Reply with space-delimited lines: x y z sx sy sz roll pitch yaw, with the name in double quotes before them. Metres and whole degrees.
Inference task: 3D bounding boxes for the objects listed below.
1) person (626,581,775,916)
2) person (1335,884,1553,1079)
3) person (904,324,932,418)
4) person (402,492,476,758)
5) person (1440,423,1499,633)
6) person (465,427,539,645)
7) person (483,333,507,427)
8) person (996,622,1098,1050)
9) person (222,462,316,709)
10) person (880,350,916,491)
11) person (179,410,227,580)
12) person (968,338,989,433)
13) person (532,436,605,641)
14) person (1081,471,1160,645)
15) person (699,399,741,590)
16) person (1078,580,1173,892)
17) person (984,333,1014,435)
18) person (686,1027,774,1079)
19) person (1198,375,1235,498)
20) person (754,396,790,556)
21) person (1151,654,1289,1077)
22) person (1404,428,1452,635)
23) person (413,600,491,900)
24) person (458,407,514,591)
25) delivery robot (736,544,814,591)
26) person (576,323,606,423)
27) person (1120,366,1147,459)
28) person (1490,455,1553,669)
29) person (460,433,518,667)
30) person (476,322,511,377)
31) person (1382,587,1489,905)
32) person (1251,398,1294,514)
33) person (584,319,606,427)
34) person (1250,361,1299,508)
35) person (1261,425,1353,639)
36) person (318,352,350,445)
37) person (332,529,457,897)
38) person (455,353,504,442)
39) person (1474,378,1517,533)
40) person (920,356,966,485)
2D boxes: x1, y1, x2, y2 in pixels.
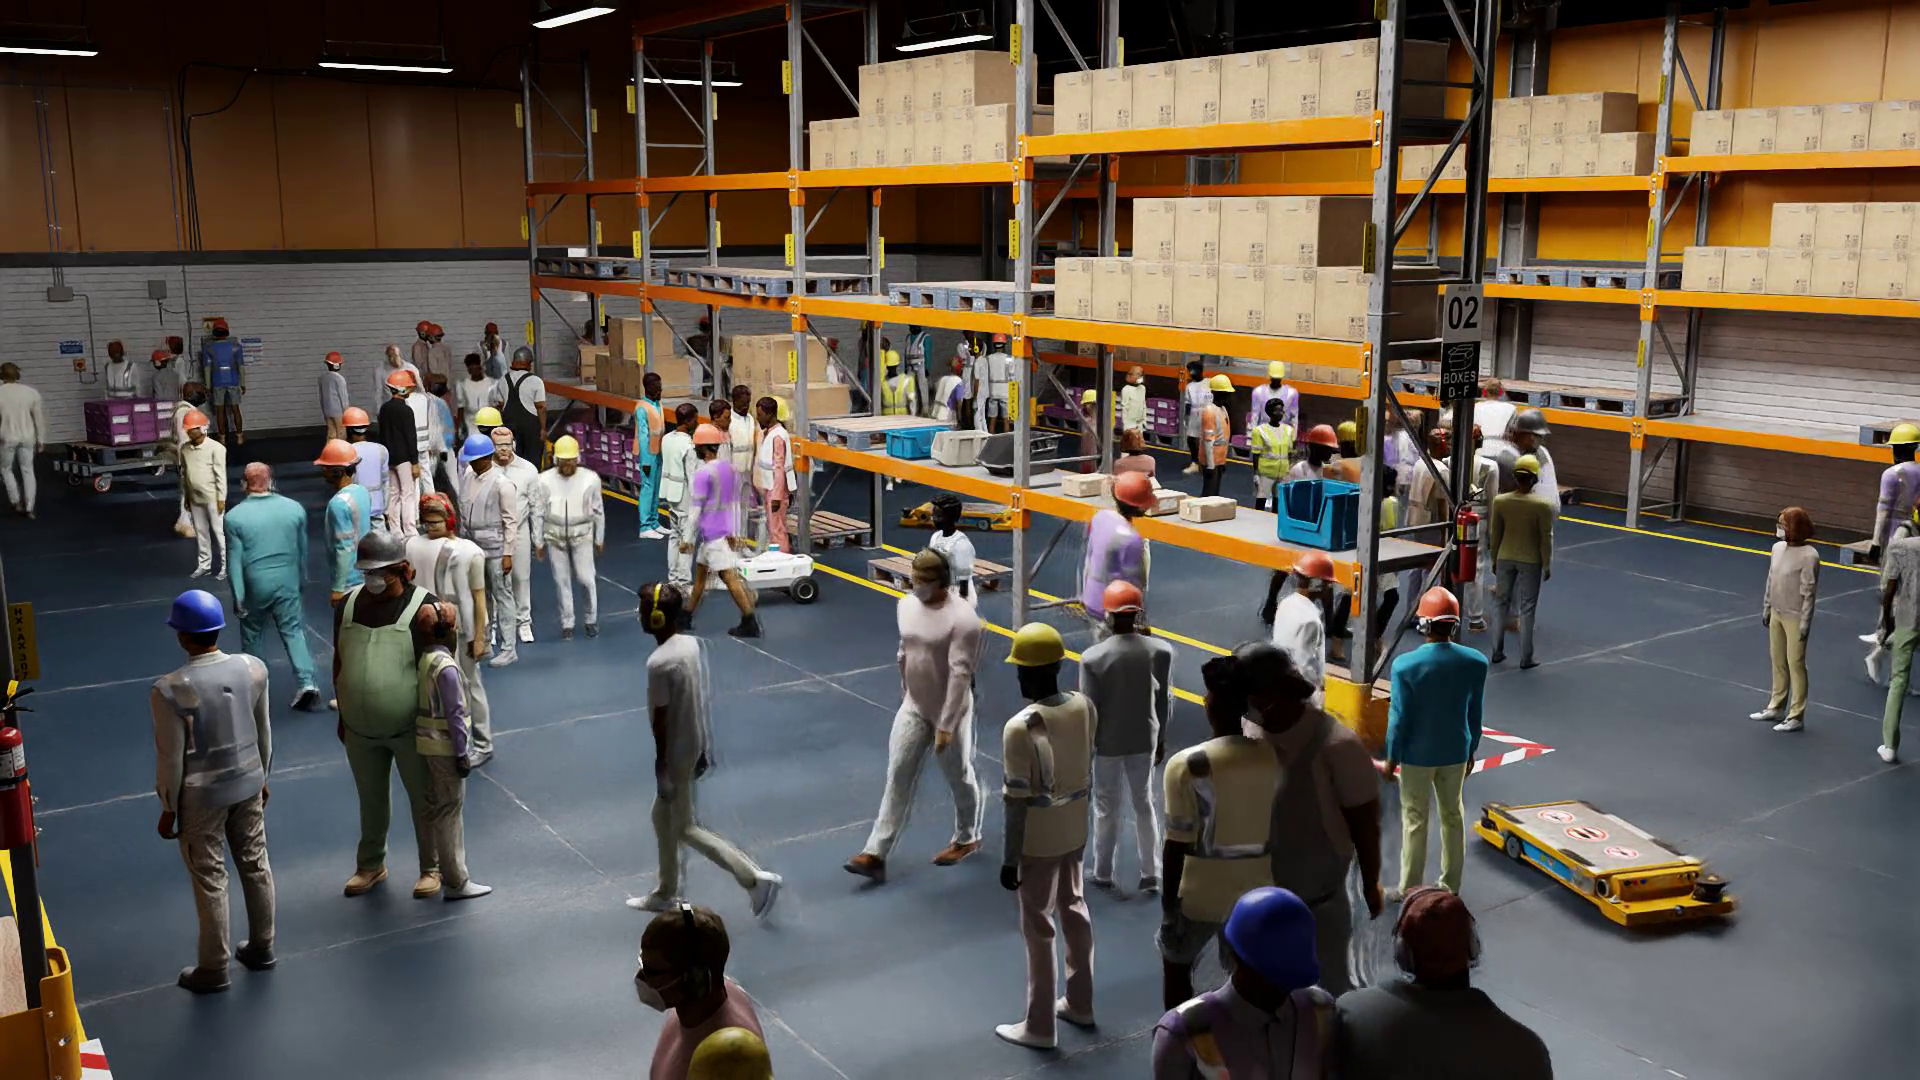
"person" -1.382 1.119 8.666 0.823 1.841 0.539 2 11 11
"person" 1.366 1.877 4.713 0.684 1.858 0.949 6 12 27
"person" -0.793 -3.164 30.594 0.637 1.833 0.429 10 15 42
"person" -3.492 0.607 11.183 0.589 1.875 0.378 6 12 27
"person" 4.500 -0.109 14.816 0.573 1.883 0.356 6 12 27
"person" -3.941 -0.035 14.410 0.653 1.902 0.400 -4 12 -18
"person" -7.004 -2.162 25.178 0.377 1.940 0.628 -3 11 -14
"person" 0.375 1.312 7.467 0.410 1.917 0.585 9 14 39
"person" -5.200 0.345 12.575 0.647 1.870 0.935 -10 15 -41
"person" -0.900 -1.658 22.726 0.587 1.900 0.827 -1 11 -5
"person" -7.721 -0.456 16.961 0.558 1.742 0.353 4 12 18
"person" 0.269 -2.147 25.315 0.334 1.860 0.509 3 11 14
"person" -3.402 -0.003 14.455 0.603 1.816 0.476 -2 11 -8
"person" 1.105 0.476 11.580 0.651 1.978 0.710 -2 11 -10
"person" -2.424 -0.450 16.506 0.396 1.908 0.599 0 11 -1
"person" 0.898 1.089 9.059 0.582 1.739 0.526 -4 12 -20
"person" 0.604 -2.222 25.520 0.547 1.928 0.391 3 11 15
"person" -0.590 2.046 4.180 0.493 1.731 0.324 3 12 17
"person" 2.888 -0.902 18.760 0.383 1.928 0.588 5 12 23
"person" -1.947 -0.566 17.182 0.405 1.875 0.653 -1 11 -7
"person" 1.063 1.423 6.827 0.615 1.934 0.659 -3 11 -14
"person" 4.160 -0.077 14.757 0.374 1.840 0.571 -2 11 -10
"person" -2.814 1.138 9.053 0.309 1.641 0.513 -9 14 -39
"person" -4.397 -0.284 15.596 0.589 1.928 0.384 3 11 14
"delivery robot" -1.780 0.284 15.972 0.707 0.478 0.477 -4 12 -20
"person" -5.858 -2.479 26.540 0.579 2.000 0.717 0 11 -1
"person" 2.424 -1.612 23.176 0.289 1.625 0.503 11 15 43
"person" 4.616 0.175 13.692 0.524 1.761 0.339 10 15 42
"person" -3.898 0.078 13.714 0.601 1.940 0.395 7 13 31
"person" -7.982 -2.784 28.497 0.586 1.883 0.340 -6 12 -27
"person" 2.520 1.112 8.898 0.565 1.751 0.330 -3 11 -16
"person" 3.475 -0.737 18.499 0.536 1.700 0.318 -4 12 -22
"person" -6.250 -2.820 28.574 0.366 1.932 0.628 -3 11 -14
"person" 3.968 -1.335 21.049 0.592 1.903 0.467 3 11 13
"person" 3.089 -0.094 14.767 0.551 1.880 1.049 -7 13 -31
"person" -8.997 -1.845 24.034 0.573 1.748 0.337 7 13 34
"person" -3.103 0.941 9.035 0.683 2.000 0.538 1 11 7
"person" -6.268 -1.500 21.891 0.696 1.905 0.947 -2 11 -11
"person" 6.243 -0.998 19.530 0.598 1.819 0.792 6 13 28
"person" -0.240 -1.641 22.926 0.923 1.791 0.598 -6 13 -29
